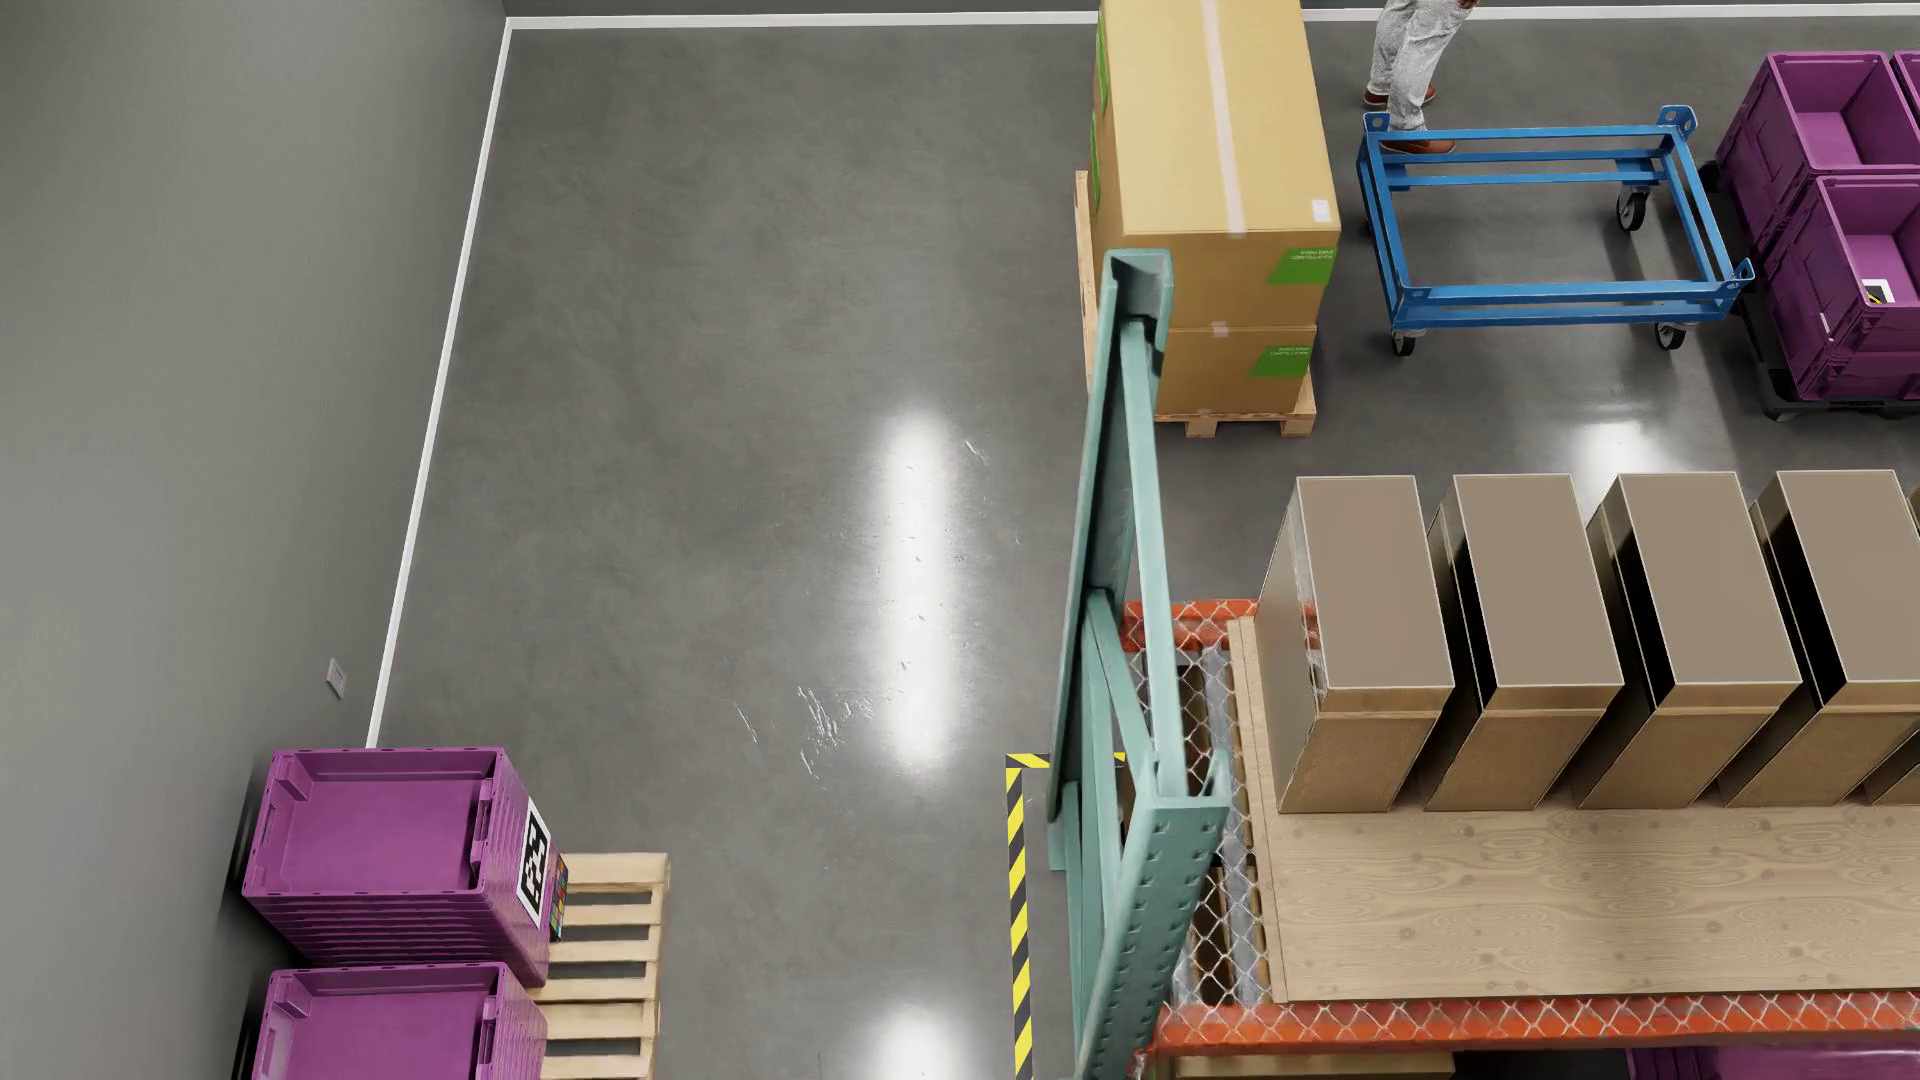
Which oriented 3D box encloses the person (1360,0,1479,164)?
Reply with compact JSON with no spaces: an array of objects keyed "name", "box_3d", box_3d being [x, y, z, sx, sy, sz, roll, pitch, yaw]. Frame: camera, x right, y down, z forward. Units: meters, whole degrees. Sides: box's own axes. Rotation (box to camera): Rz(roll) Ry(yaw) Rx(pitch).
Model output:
[{"name":"person","box_3d":[1.820,-2.243,6.078,0.372,1.940,0.627,-3,58,-2]}]
